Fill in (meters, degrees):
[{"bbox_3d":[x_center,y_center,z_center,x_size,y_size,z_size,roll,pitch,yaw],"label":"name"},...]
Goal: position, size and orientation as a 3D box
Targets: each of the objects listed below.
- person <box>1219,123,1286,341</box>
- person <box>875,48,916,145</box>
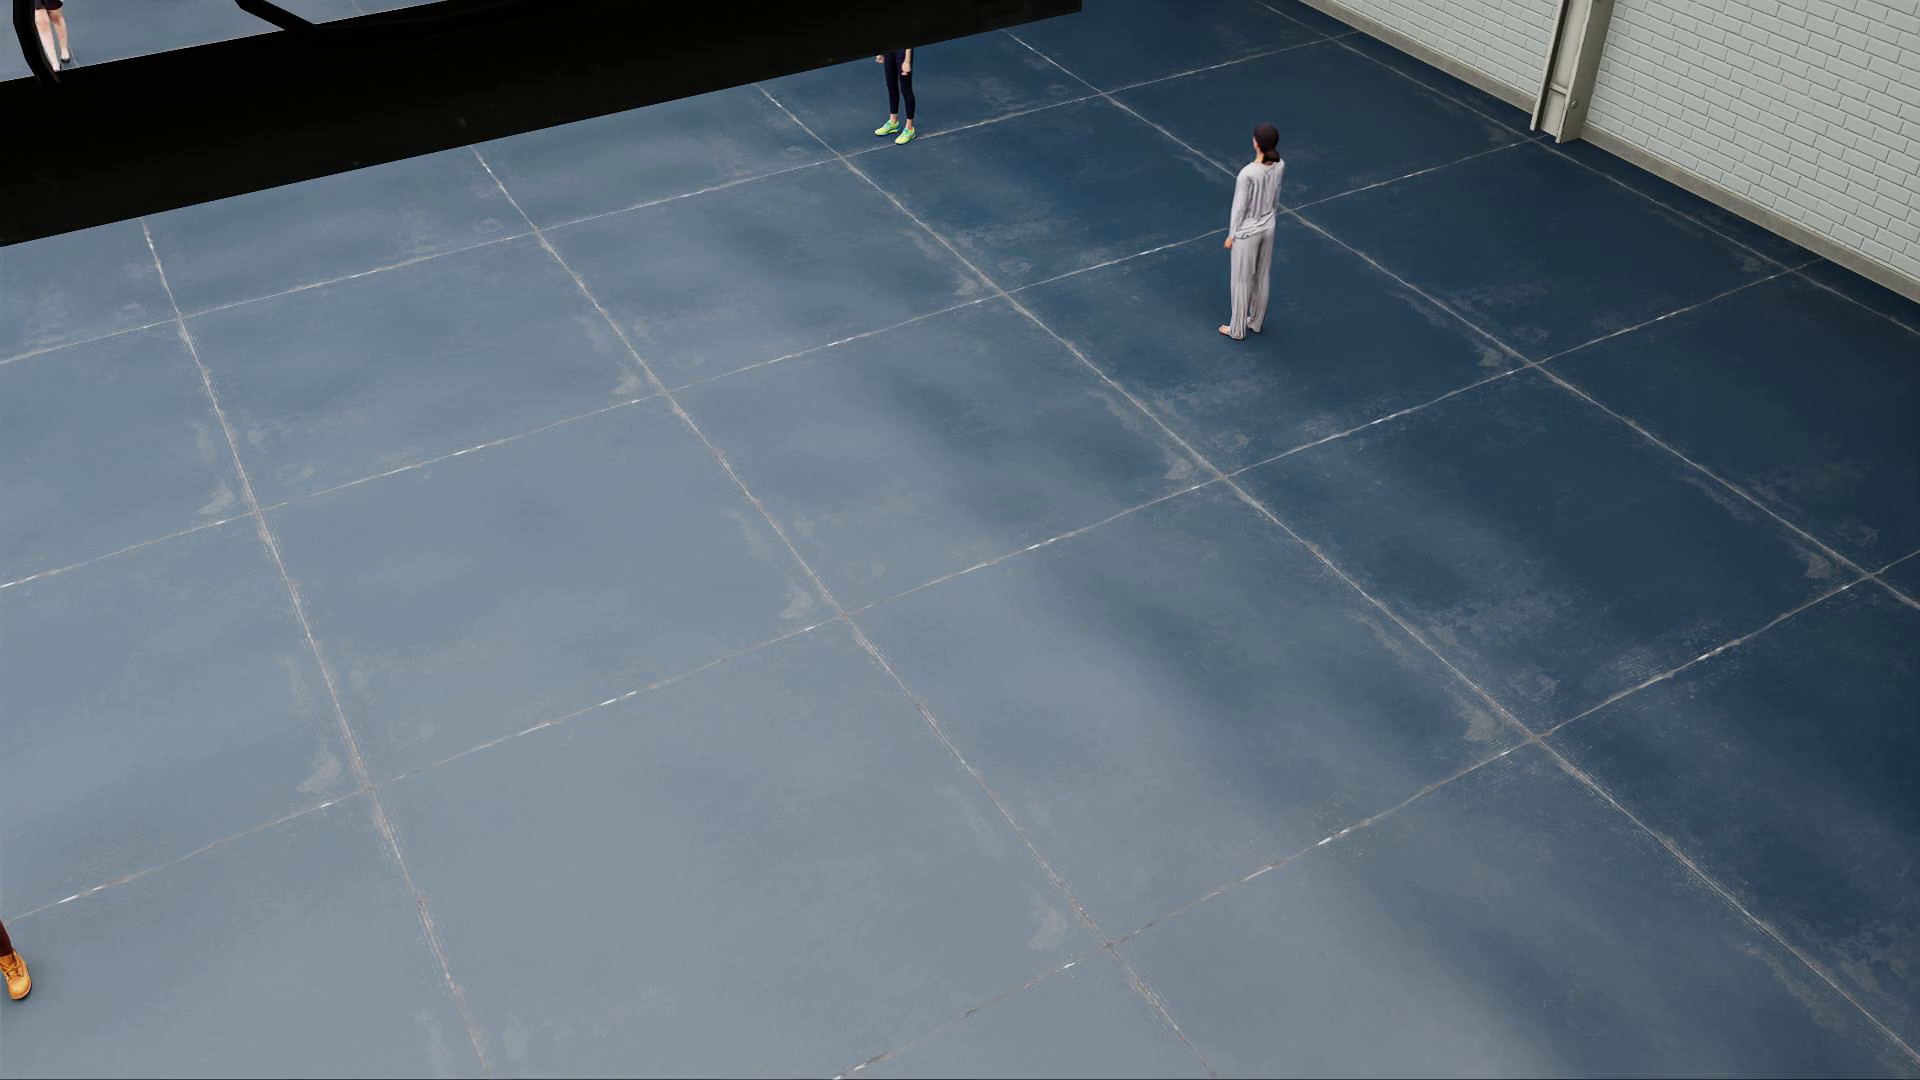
[{"bbox_3d":[2.264,-2.362,12.763,0.584,1.774,0.536,-21,43,-25],"label":"person"},{"bbox_3d":[-0.585,-4.615,15.701,0.705,1.702,0.551,-31,48,-34],"label":"person"}]
